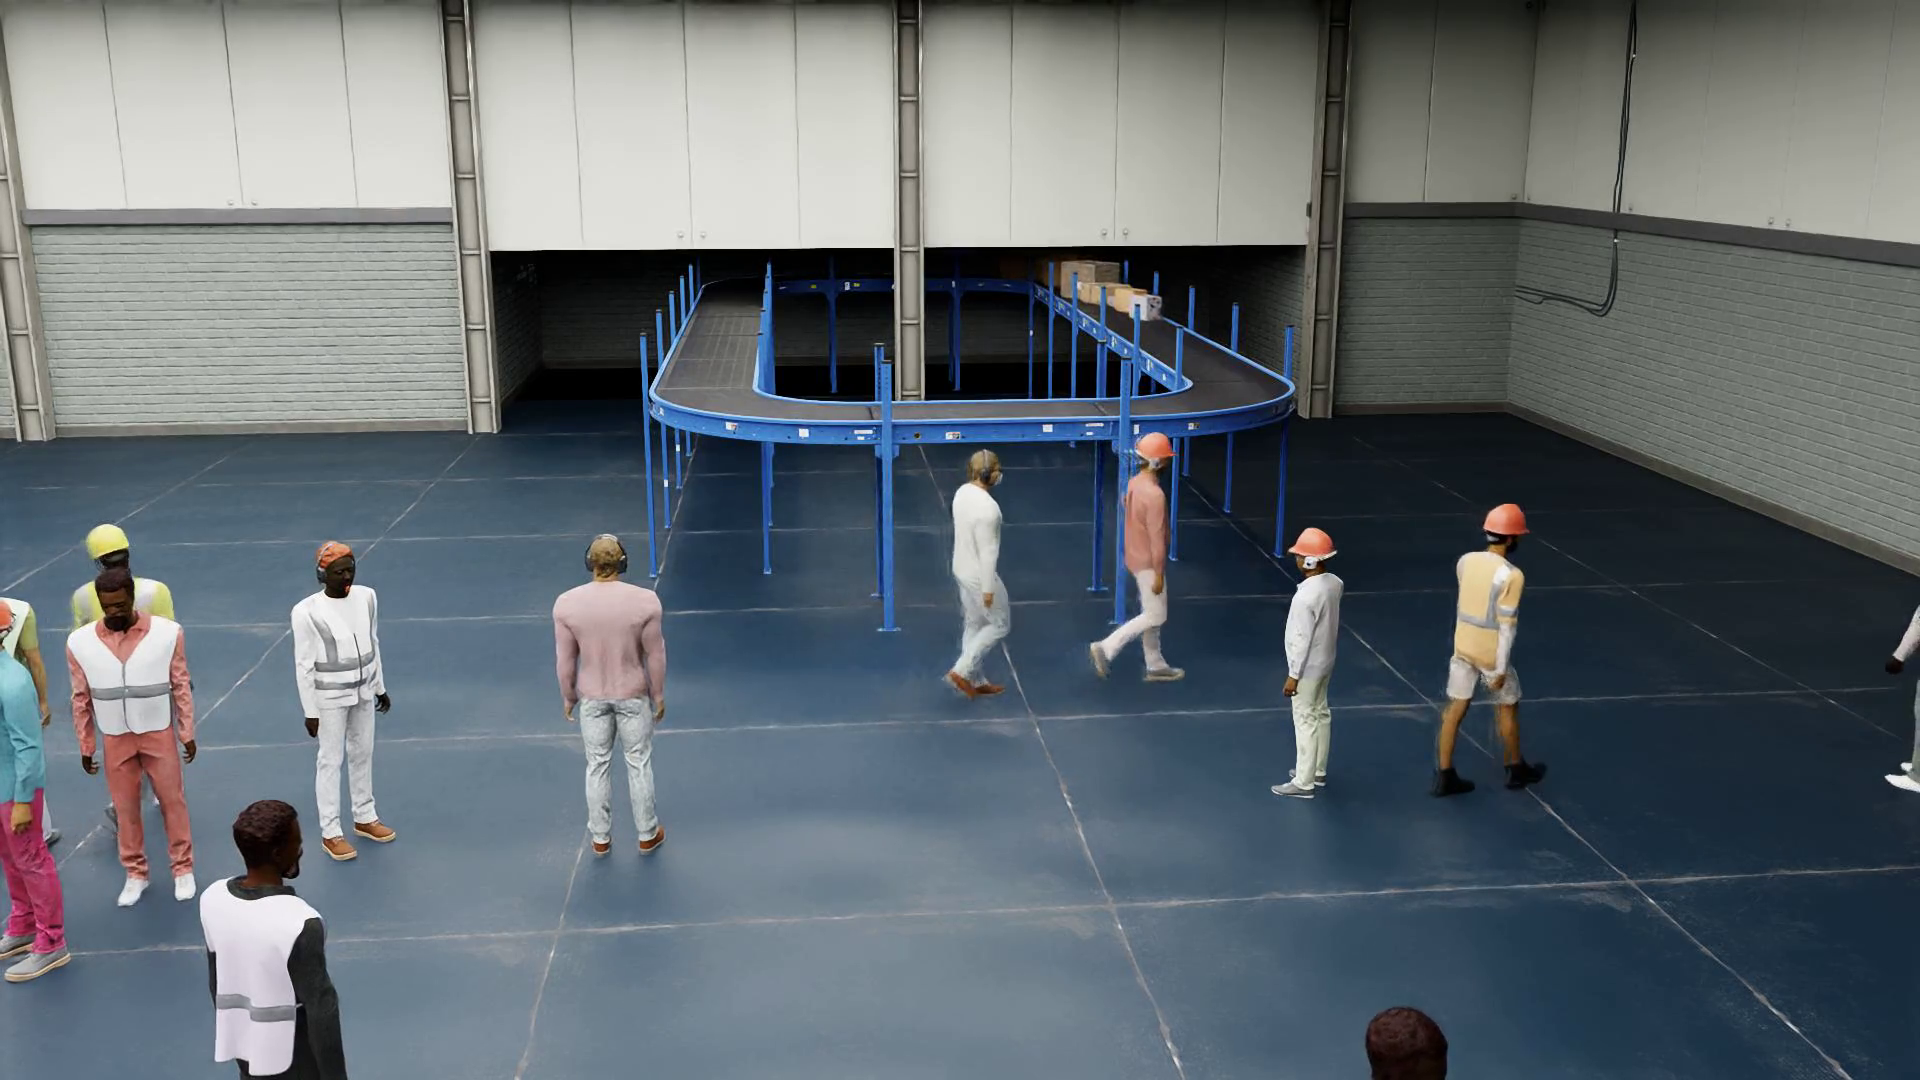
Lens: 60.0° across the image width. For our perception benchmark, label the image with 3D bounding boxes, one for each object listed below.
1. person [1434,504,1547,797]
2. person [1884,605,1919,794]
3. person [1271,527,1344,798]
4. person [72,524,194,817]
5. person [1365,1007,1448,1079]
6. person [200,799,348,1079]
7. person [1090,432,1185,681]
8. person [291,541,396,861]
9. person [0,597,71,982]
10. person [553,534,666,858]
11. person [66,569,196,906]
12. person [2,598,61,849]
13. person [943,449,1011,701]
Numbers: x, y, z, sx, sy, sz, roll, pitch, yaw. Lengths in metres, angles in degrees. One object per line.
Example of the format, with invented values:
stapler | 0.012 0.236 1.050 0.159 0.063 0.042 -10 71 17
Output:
person | 3.433 0.696 10.647 0.897 1.897 0.557 -8 16 -29
person | 6.254 0.700 10.618 0.600 1.915 0.429 -10 17 -36
person | 2.226 0.776 10.625 0.320 1.755 0.563 9 17 31
person | -5.057 0.827 10.173 0.598 1.882 0.837 1 14 5
person | 1.151 2.177 4.721 0.590 1.909 0.386 -13 19 -43
person | -2.449 1.849 6.005 0.591 1.919 0.390 7 16 27
person | 1.374 0.157 12.655 0.715 1.977 0.633 -3 14 -11
person | -3.613 0.924 9.773 0.337 1.882 0.585 8 16 29
person | -4.800 1.220 8.360 0.611 1.997 0.375 12 18 39
person | -2.022 0.913 9.707 0.628 1.940 0.377 -1 14 -2
person | -4.531 1.070 9.154 0.597 1.908 0.409 -5 15 -18
person | -5.625 0.969 9.679 0.571 1.840 0.374 -6 15 -22
person | 0.141 0.271 12.324 0.449 1.926 0.628 -6 15 -22
